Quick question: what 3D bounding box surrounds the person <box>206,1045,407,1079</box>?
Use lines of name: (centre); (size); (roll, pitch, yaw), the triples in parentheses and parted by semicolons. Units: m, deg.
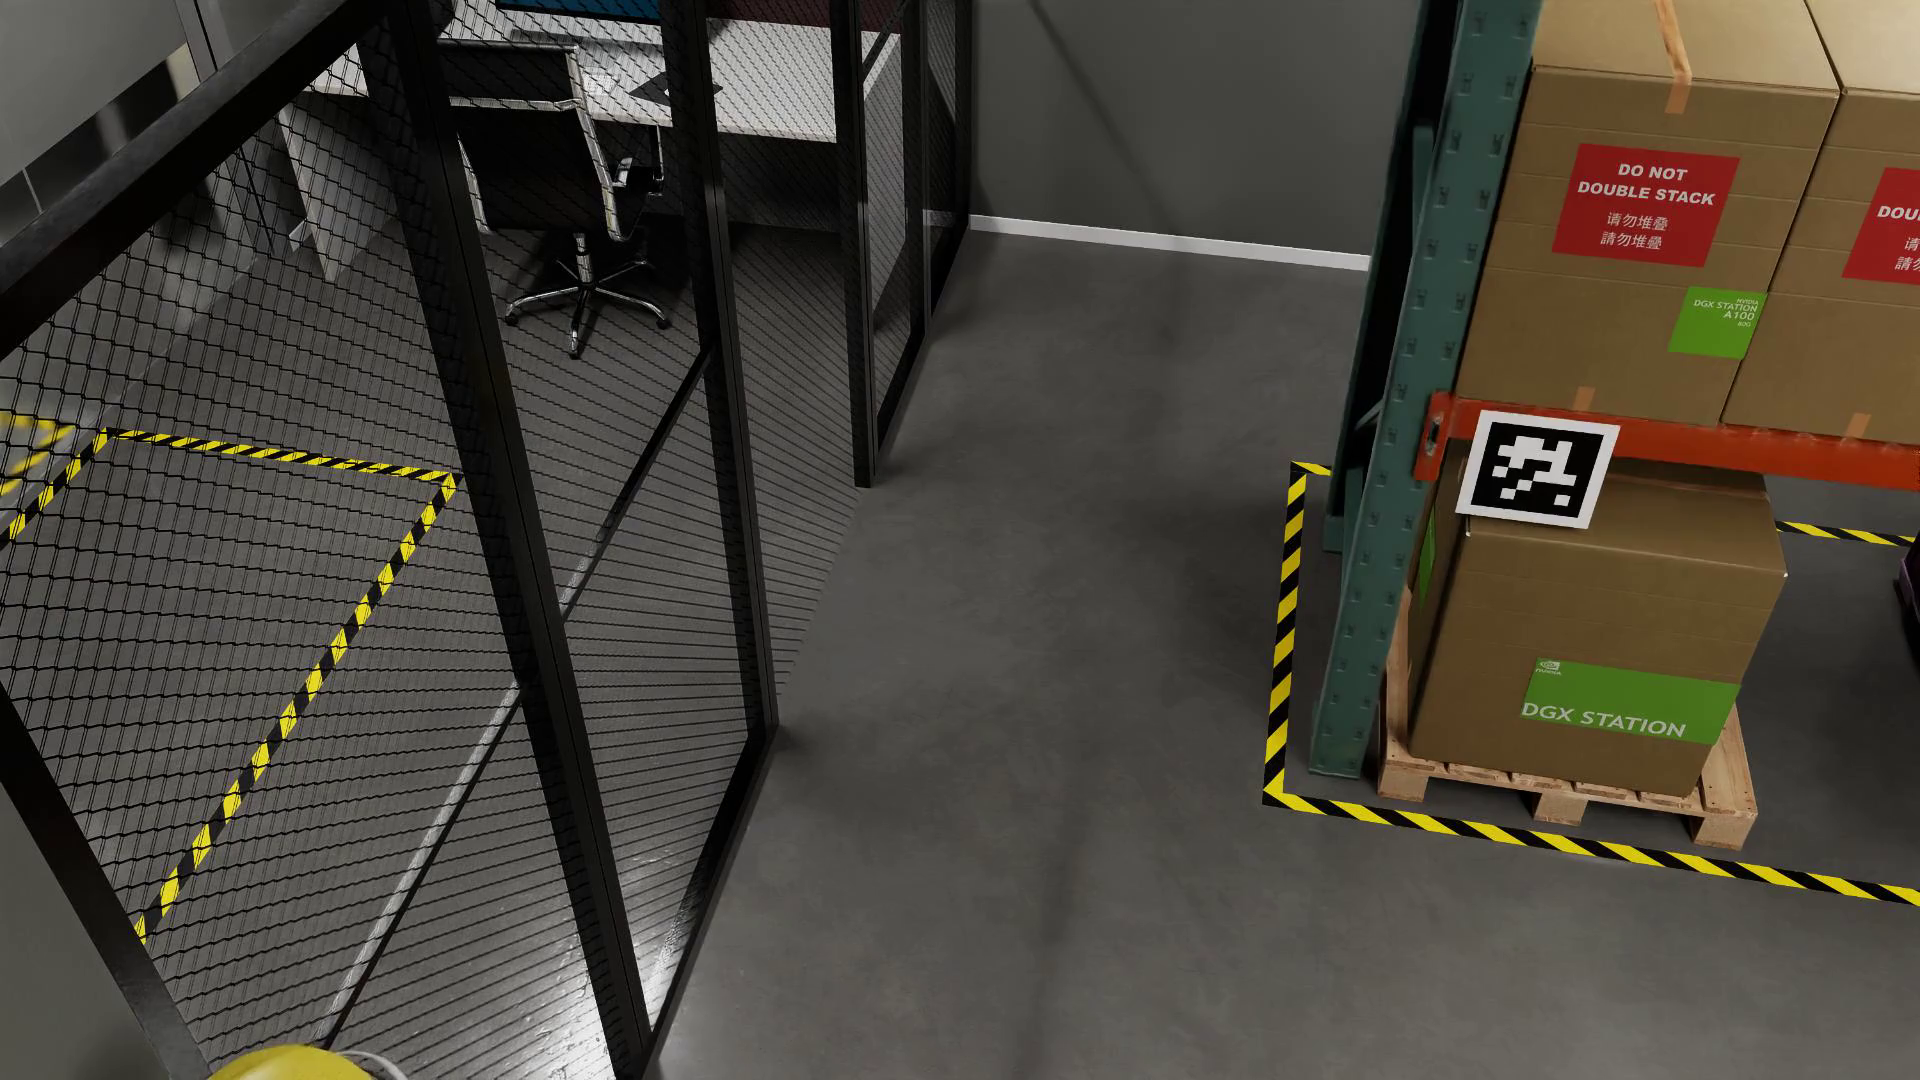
person: (-0.678, 1.220, 2.172); (0.591, 1.833, 0.403); (13, 43, 14)
